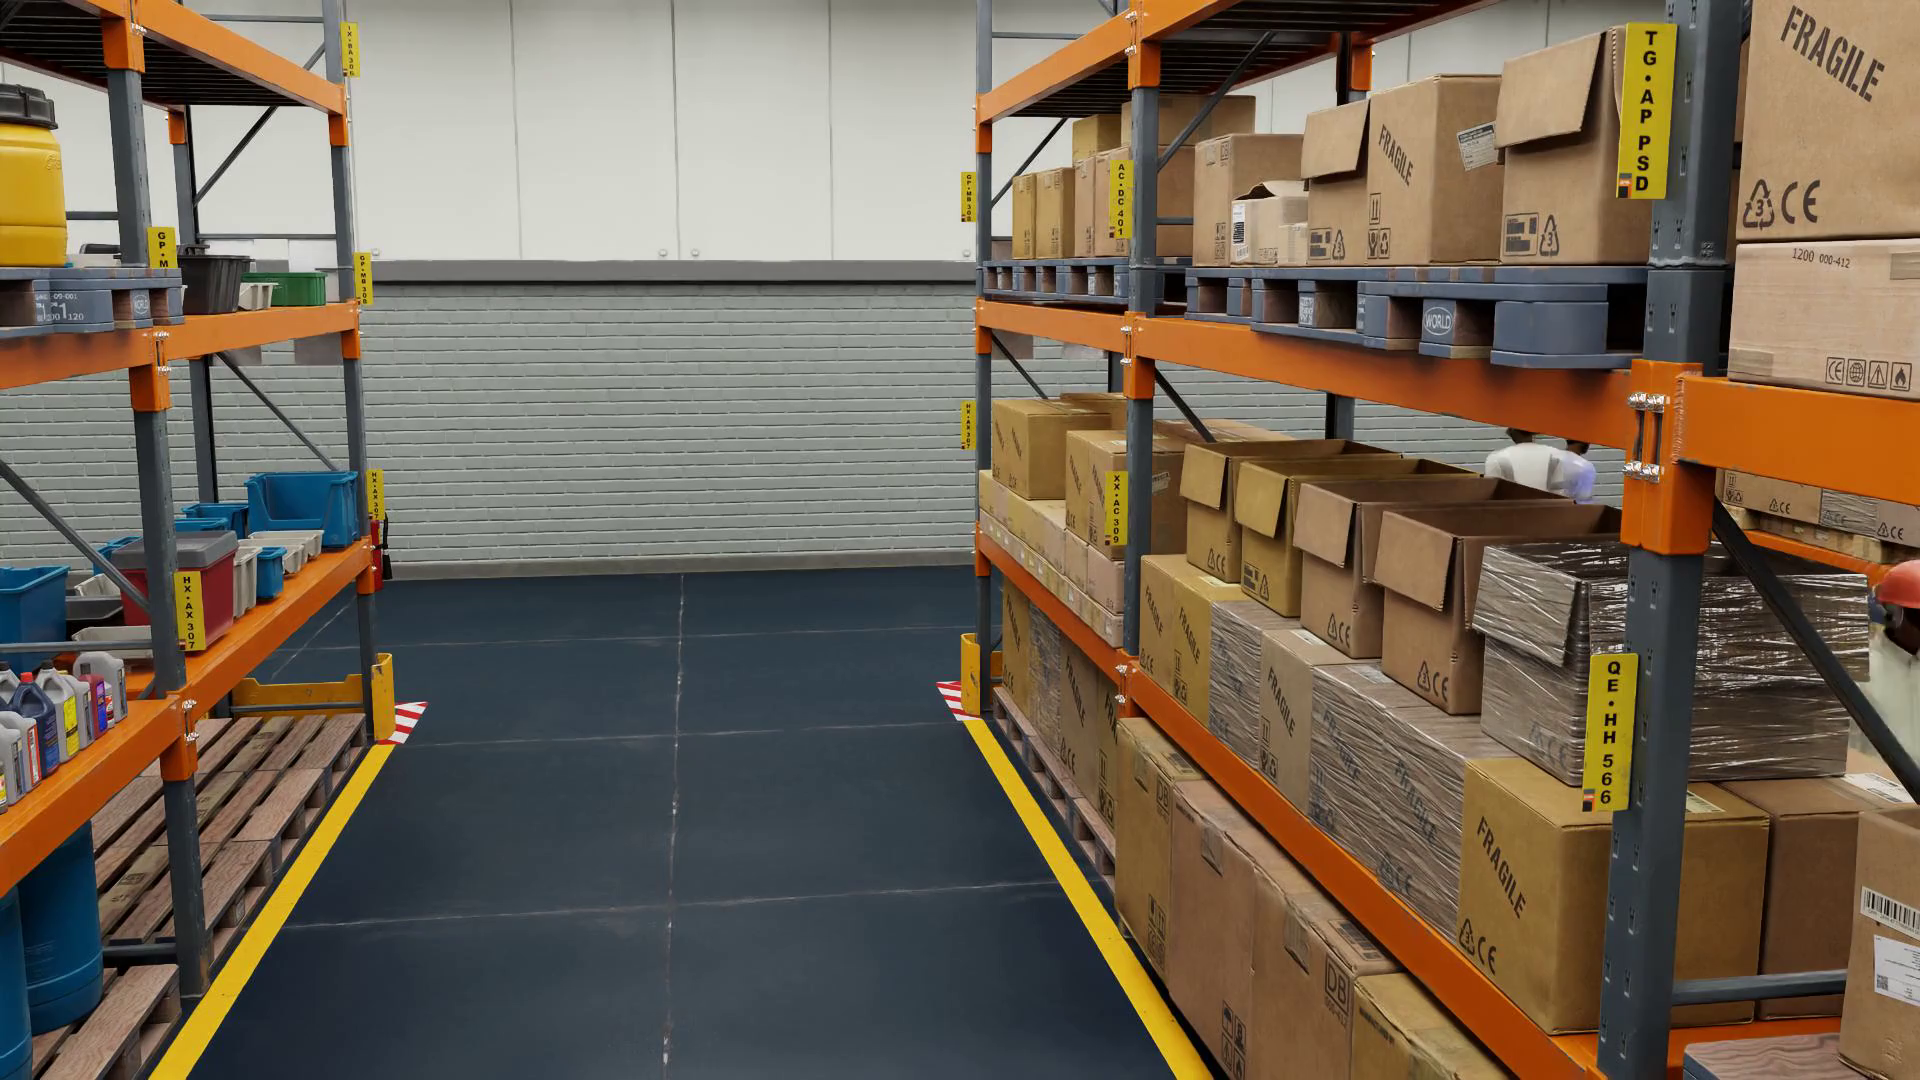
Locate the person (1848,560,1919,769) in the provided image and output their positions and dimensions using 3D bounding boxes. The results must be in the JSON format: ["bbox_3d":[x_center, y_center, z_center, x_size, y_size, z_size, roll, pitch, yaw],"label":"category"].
[{"bbox_3d":[3.571,1.038,6.399,0.630,1.941,1.017,-2,10,-15],"label":"person"}]

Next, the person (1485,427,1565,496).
[{"bbox_3d":[4.390,-0.083,13.035,0.642,2.023,0.435,0,9,0],"label":"person"}]

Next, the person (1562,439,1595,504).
[{"bbox_3d":[4.857,-0.059,13.337,0.460,1.922,0.563,-4,10,-21],"label":"person"}]
